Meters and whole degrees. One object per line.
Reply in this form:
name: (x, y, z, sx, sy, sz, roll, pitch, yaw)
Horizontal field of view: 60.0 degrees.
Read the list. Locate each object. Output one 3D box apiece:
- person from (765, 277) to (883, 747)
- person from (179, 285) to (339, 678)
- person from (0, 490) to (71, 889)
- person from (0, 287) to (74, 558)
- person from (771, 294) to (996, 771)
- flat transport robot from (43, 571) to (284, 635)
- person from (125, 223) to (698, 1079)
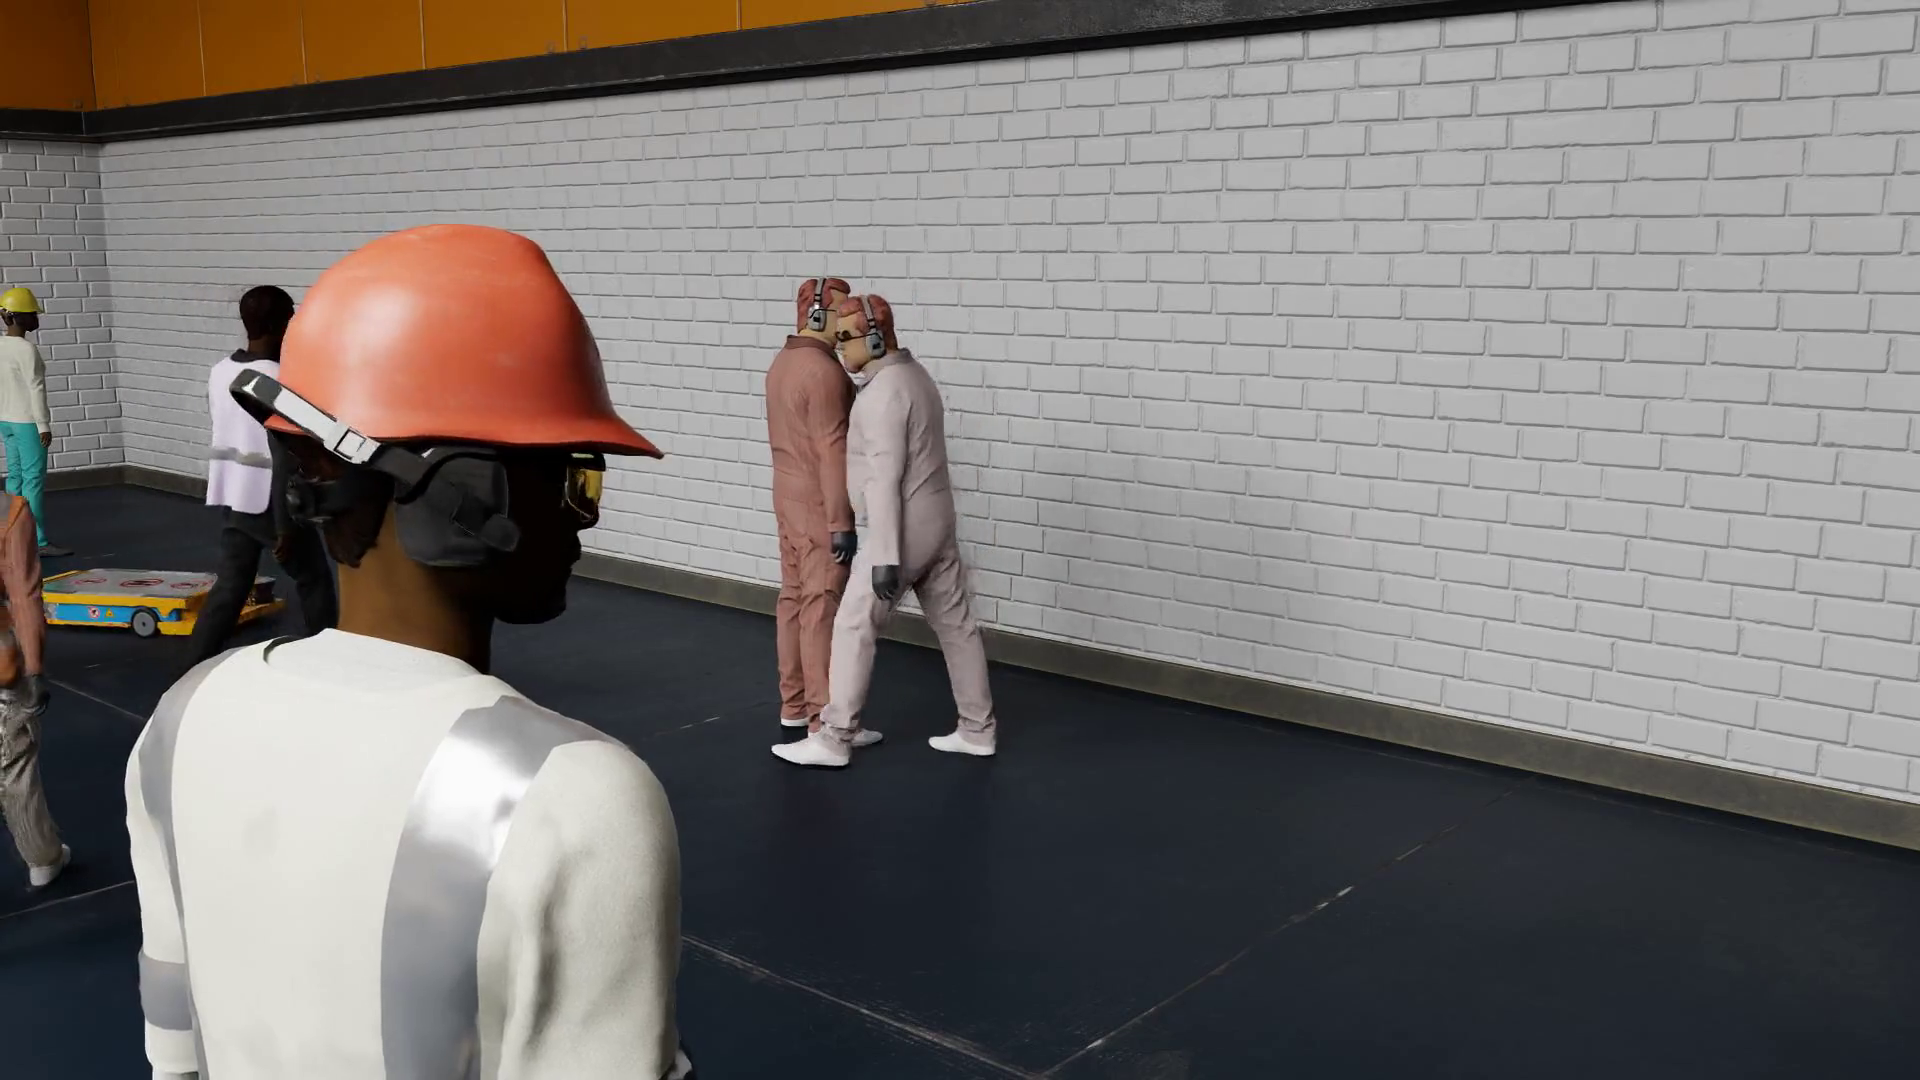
person: (-0.560, -0.114, 6.825, 0.400, 1.905, 0.643, -4, 11, -23)
person: (-2.990, -0.145, 7.108, 0.598, 1.877, 0.987, 6, 12, 32)
person: (-2.954, 0.383, 4.892, 0.522, 1.585, 0.880, -2, 10, -14)
person: (-6.110, -0.764, 10.912, 0.535, 1.767, 0.317, 7, 12, 36)
person: (-0.279, -0.013, 6.441, 0.846, 1.844, 0.670, 3, 10, 15)
flat transport robot: (-4.488, 0.323, 8.975, 1.431, 0.197, 0.652, 2, 10, 10)
person: (-0.440, 0.750, 1.506, 0.612, 2.039, 0.392, 6, 12, 33)
